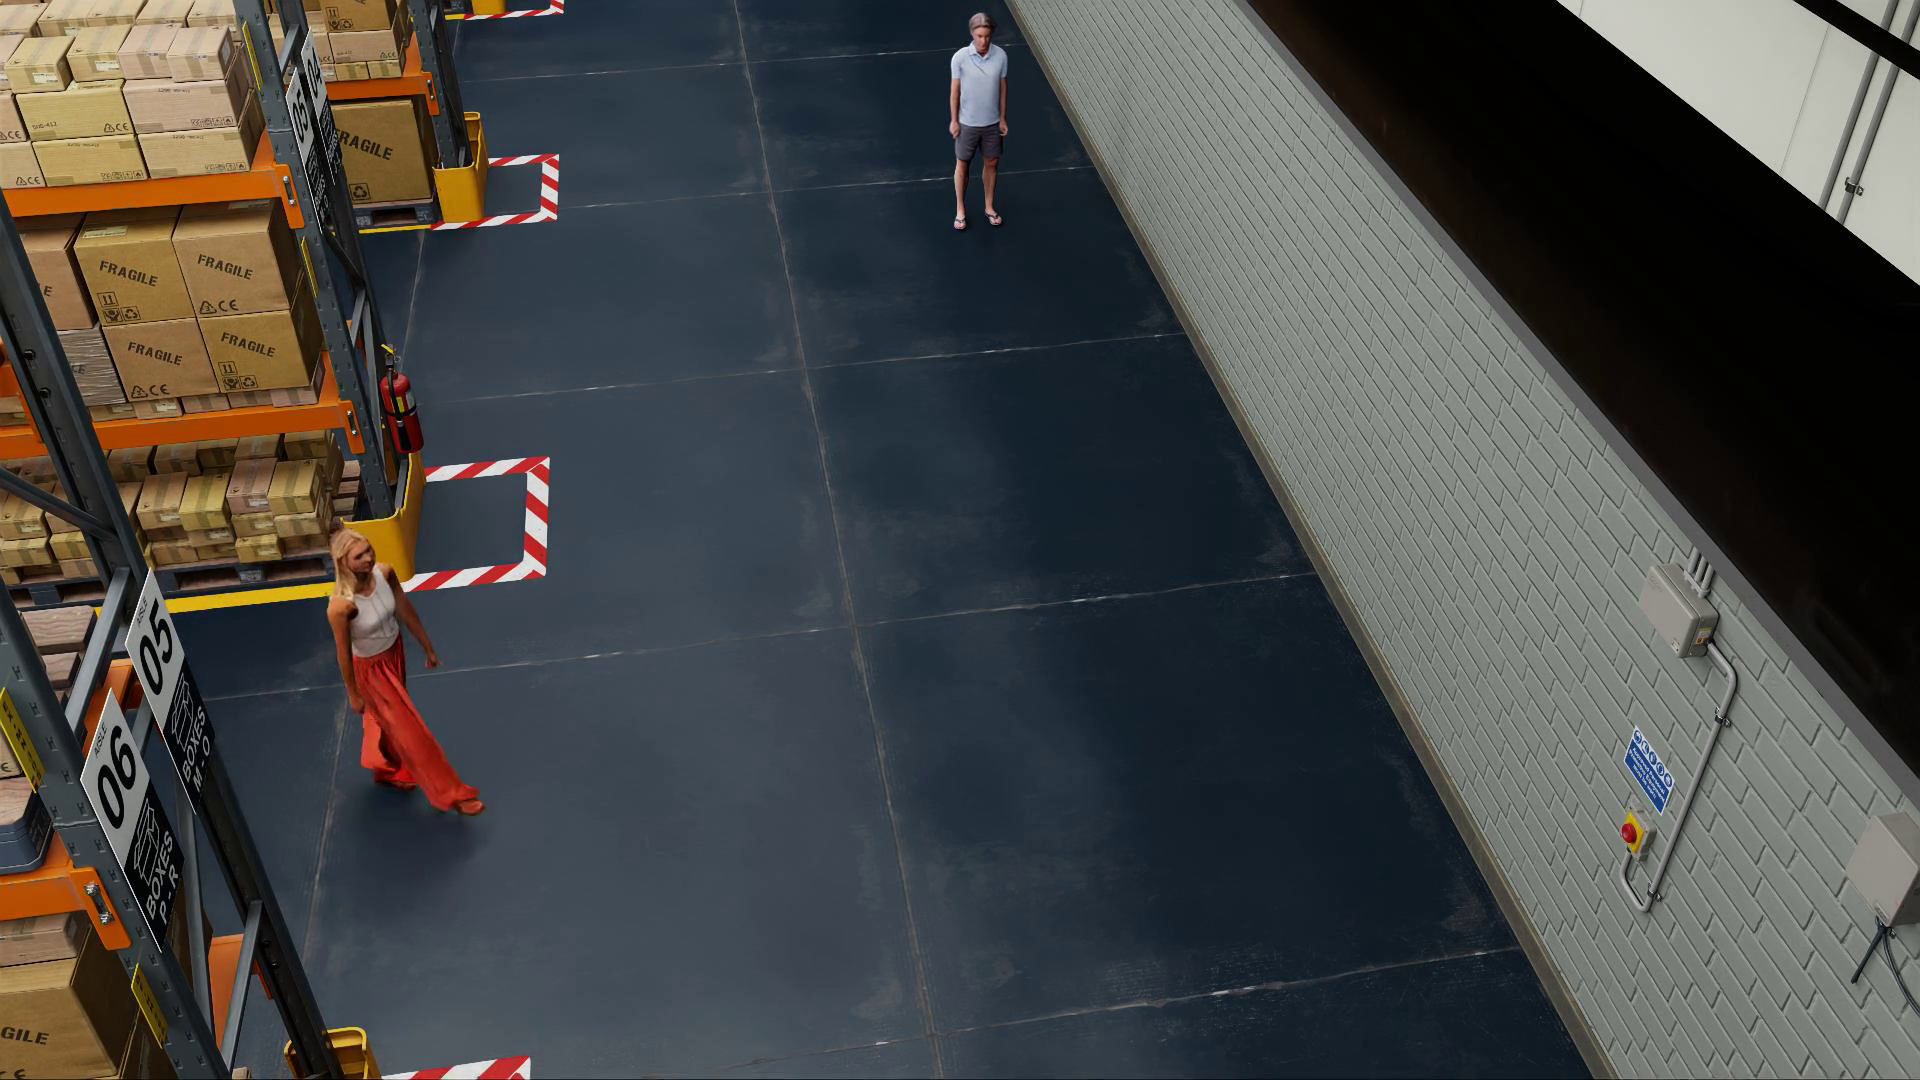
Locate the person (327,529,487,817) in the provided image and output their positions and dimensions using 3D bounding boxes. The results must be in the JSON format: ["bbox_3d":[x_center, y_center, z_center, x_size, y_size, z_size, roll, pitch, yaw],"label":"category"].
[{"bbox_3d":[-3.069,0.654,8.595,1.177,1.779,0.983,12,40,15],"label":"person"}]

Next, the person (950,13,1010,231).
[{"bbox_3d":[0.155,-3.510,13.876,0.489,1.830,0.713,-7,39,-9],"label":"person"}]
